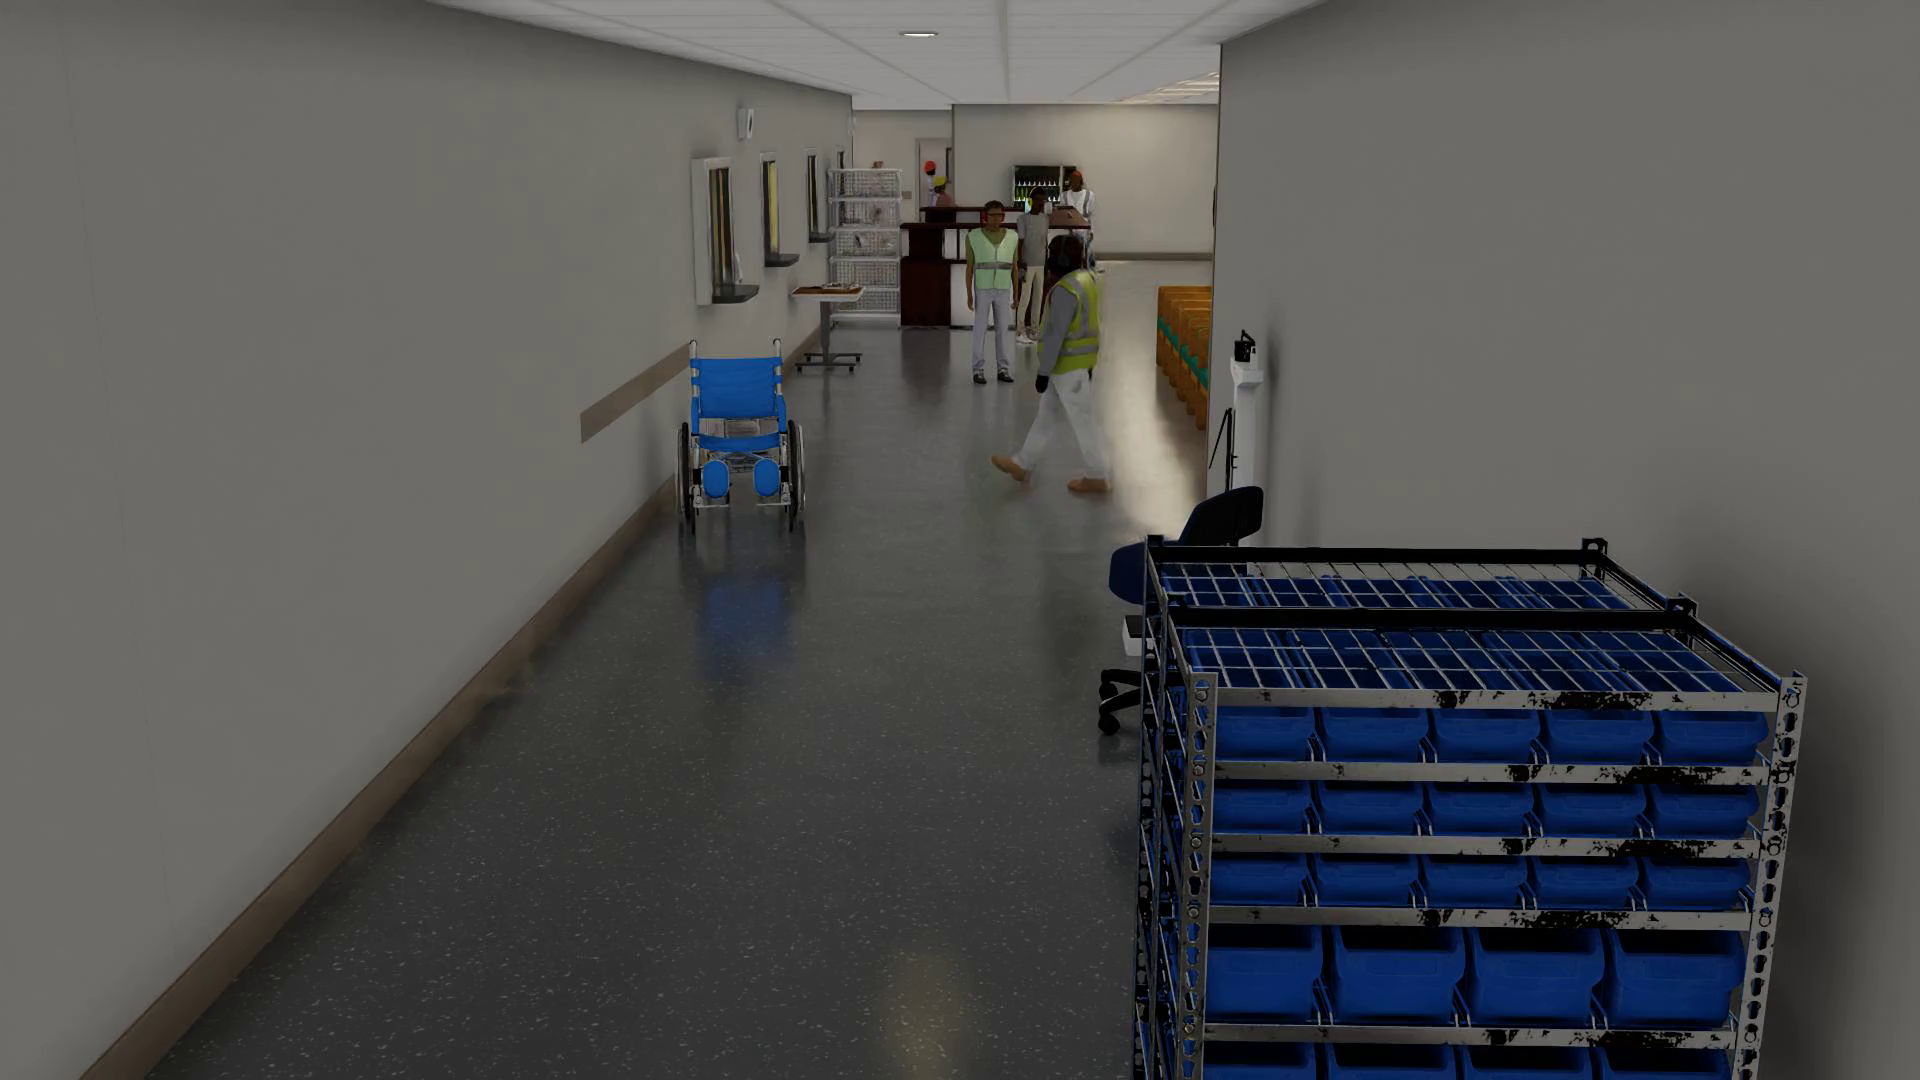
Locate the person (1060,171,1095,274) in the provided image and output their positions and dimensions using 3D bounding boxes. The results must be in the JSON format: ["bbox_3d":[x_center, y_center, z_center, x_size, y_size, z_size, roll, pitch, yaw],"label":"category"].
[{"bbox_3d":[1.887,-5.004,26.883,0.583,1.879,0.355,4,15,17],"label":"person"}]

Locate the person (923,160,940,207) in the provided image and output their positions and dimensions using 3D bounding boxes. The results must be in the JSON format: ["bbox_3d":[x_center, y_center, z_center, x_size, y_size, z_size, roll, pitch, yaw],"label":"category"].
[{"bbox_3d":[-0.526,-7.249,35.976,0.349,1.897,0.740,6,15,23],"label":"person"}]

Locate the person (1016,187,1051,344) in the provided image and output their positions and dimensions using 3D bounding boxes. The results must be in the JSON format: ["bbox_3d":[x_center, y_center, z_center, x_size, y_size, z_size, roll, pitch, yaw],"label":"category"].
[{"bbox_3d":[0.885,-3.290,19.955,0.503,1.864,0.329,-12,18,-39],"label":"person"}]

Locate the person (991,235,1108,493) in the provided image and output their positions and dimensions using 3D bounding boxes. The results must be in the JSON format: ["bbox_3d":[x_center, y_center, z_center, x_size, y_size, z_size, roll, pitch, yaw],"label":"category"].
[{"bbox_3d":[0.652,-1.236,11.742,0.927,1.794,0.654,4,14,16],"label":"person"}]

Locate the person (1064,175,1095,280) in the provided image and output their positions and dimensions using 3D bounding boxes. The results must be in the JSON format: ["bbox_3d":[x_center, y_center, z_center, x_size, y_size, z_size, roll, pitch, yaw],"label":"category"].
[{"bbox_3d":[1.910,-5.298,28.250,0.945,1.780,0.608,12,18,40],"label":"person"}]

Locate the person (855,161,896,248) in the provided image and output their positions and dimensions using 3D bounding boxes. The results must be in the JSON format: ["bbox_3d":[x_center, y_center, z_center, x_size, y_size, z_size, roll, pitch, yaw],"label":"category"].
[{"bbox_3d":[-1.842,-7.298,36.179,0.812,1.878,0.652,-4,14,-17],"label":"person"}]

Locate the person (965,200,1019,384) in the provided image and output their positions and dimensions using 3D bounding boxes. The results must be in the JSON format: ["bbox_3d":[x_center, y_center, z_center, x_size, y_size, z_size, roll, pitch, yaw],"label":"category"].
[{"bbox_3d":[0.319,-2.508,16.833,0.562,1.838,0.388,-4,15,-17],"label":"person"}]
